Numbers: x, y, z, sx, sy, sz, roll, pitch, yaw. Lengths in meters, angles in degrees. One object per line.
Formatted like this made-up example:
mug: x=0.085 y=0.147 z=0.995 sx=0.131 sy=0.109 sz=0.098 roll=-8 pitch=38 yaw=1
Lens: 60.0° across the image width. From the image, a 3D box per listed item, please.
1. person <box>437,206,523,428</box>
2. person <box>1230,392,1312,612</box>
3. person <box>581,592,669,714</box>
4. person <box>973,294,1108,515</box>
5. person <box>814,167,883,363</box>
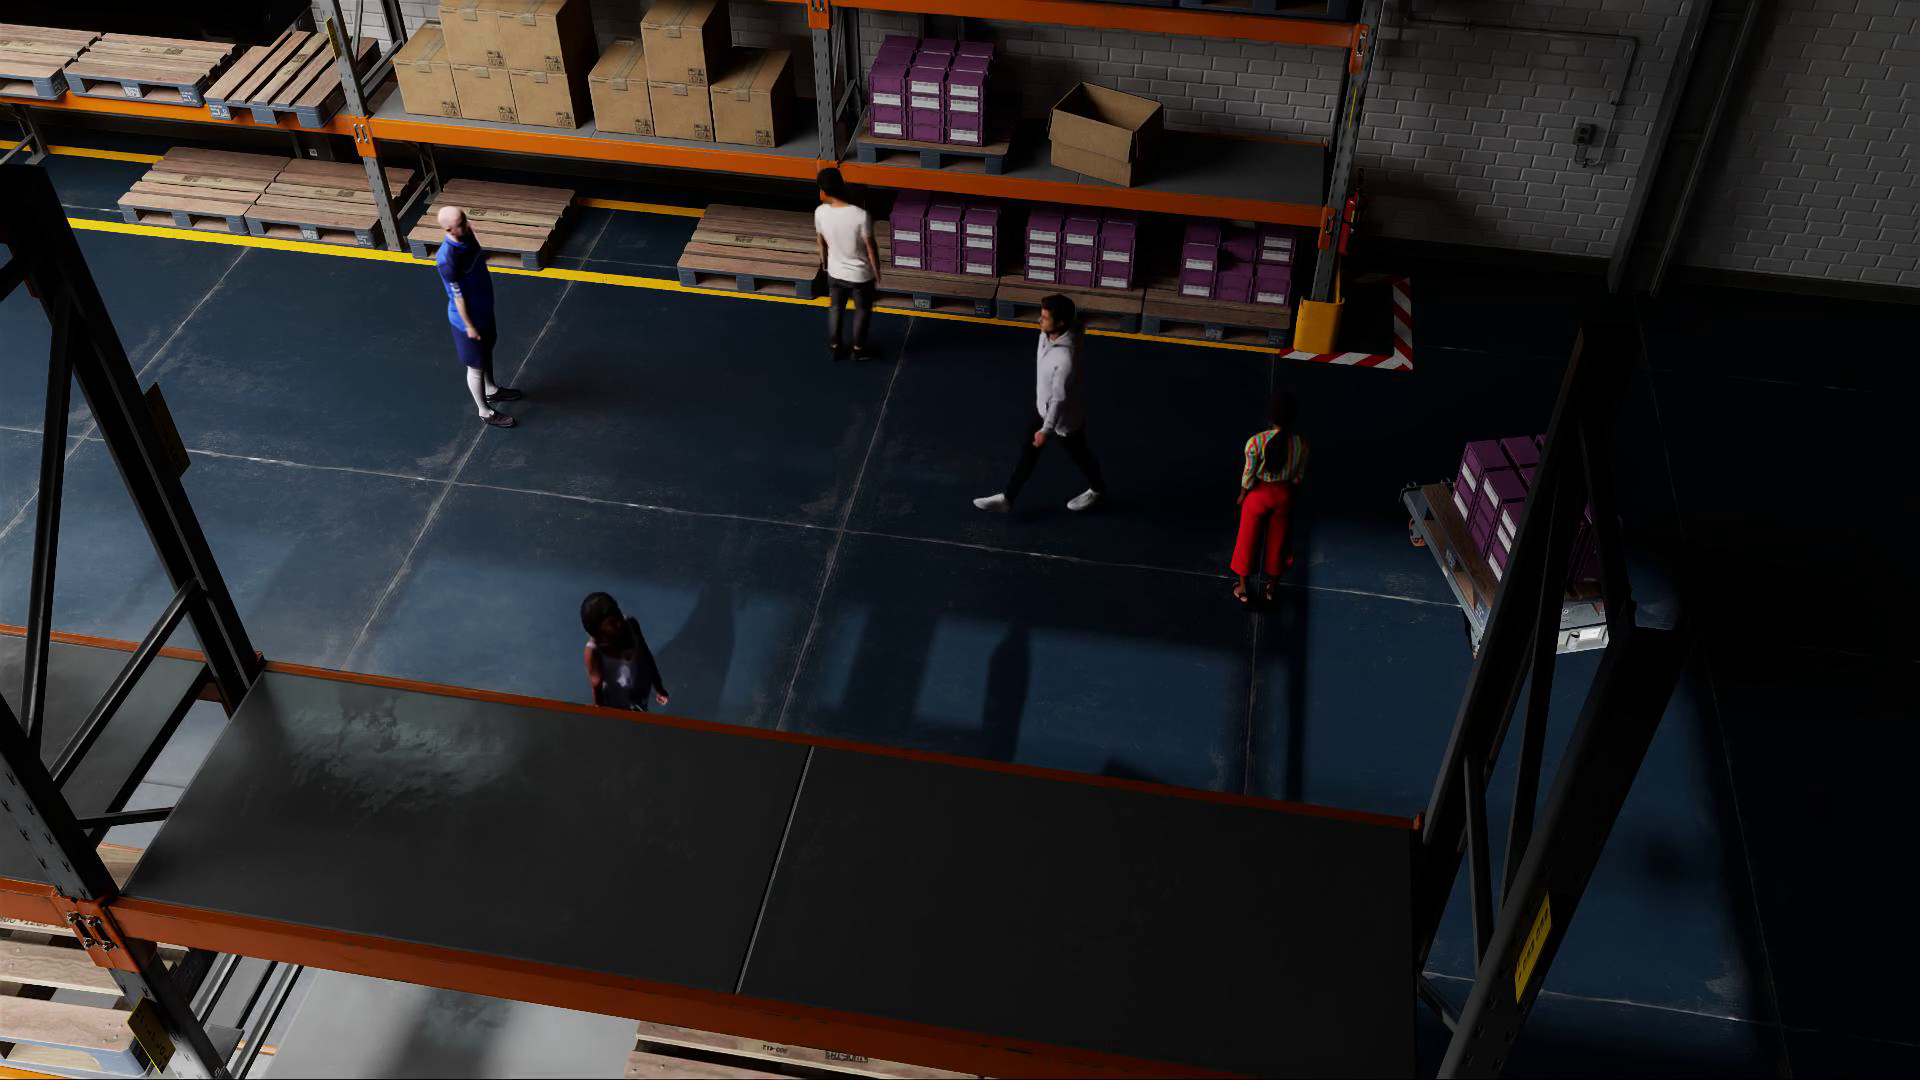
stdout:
person: x=-3.646 y=-1.698 z=12.450 sx=0.624 sy=1.841 sz=0.703 roll=1 pitch=44 yaw=1
person: x=2.036 y=-0.240 z=10.954 sx=0.531 sy=1.793 sz=0.700 roll=-1 pitch=44 yaw=-1
person: x=-2.038 y=0.889 z=9.860 sx=1.173 sy=1.667 sz=0.824 roll=22 pitch=48 yaw=21
person: x=0.787 y=-0.892 z=11.583 sx=1.315 sy=1.871 sz=1.100 roll=-15 pitch=46 yaw=-15
person: x=-0.850 y=-2.117 z=12.999 sx=0.577 sy=1.689 sz=0.789 roll=30 pitch=51 yaw=28
